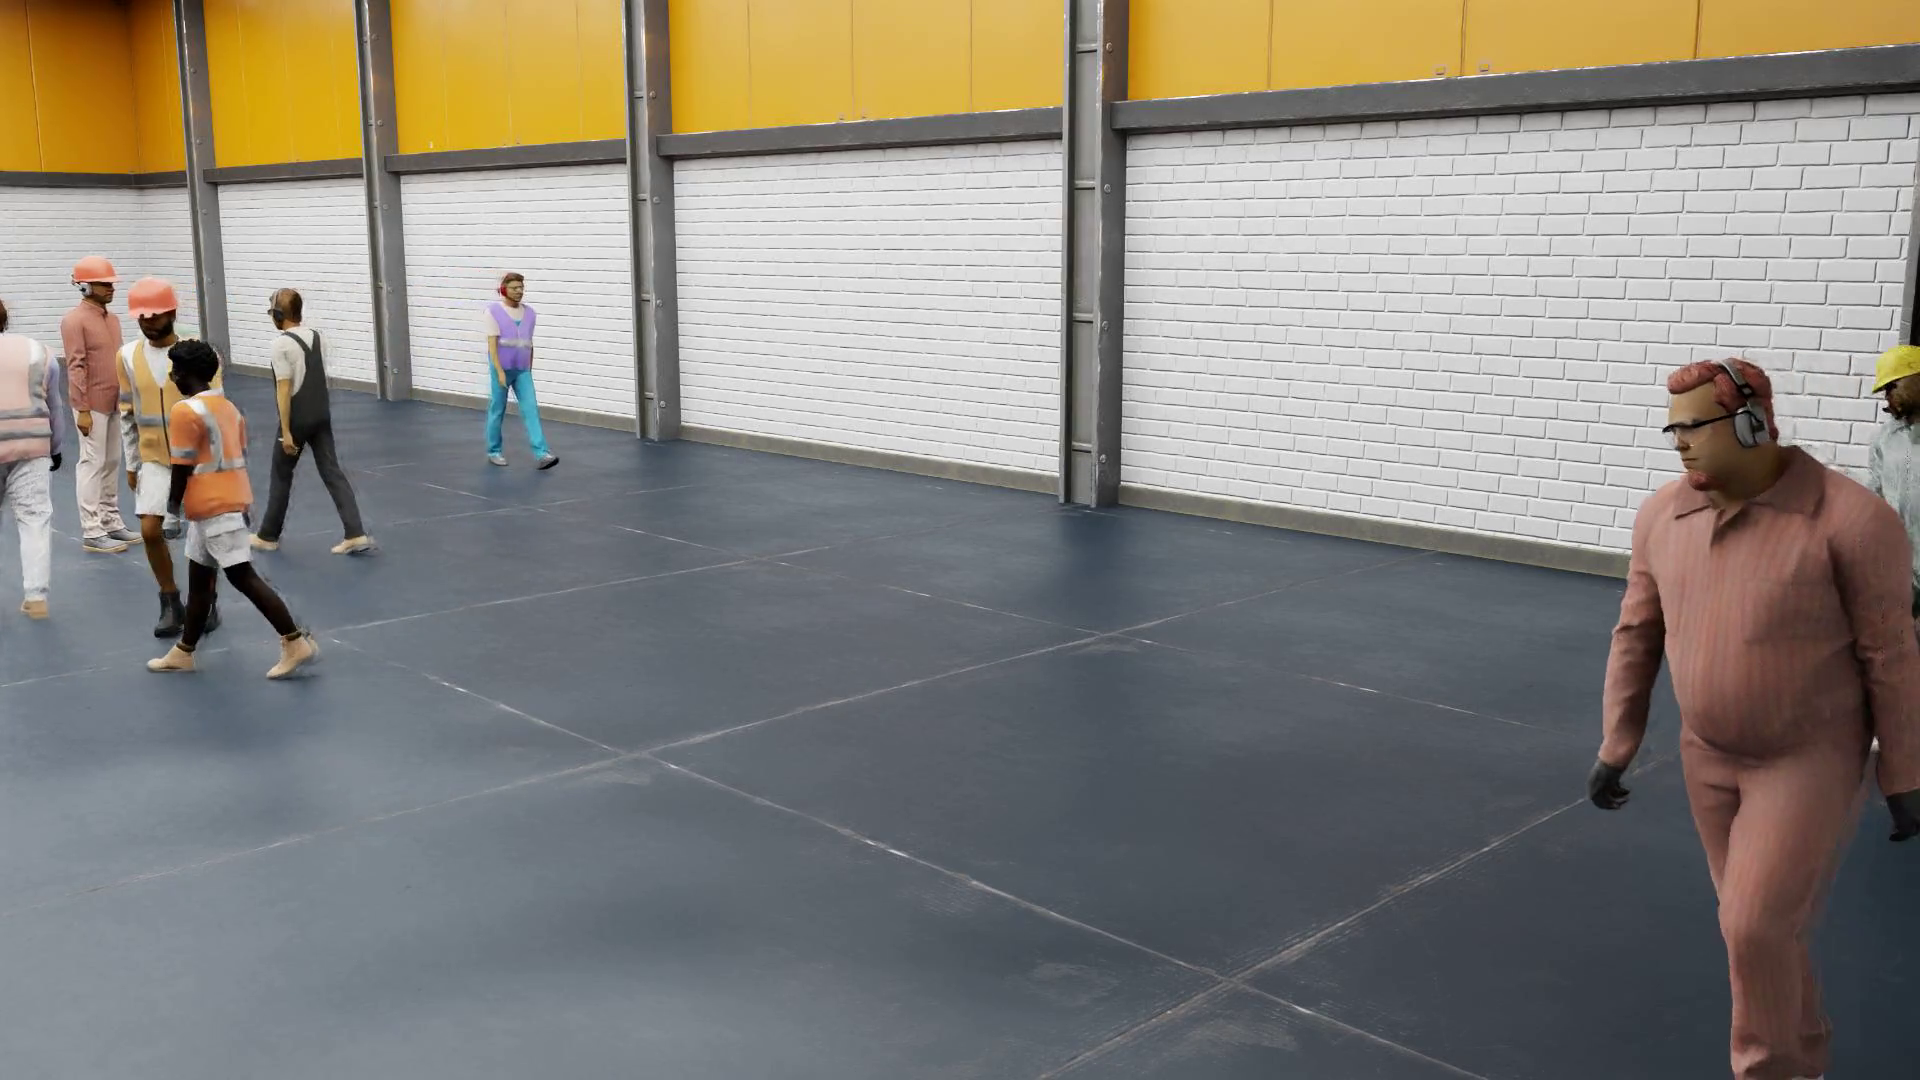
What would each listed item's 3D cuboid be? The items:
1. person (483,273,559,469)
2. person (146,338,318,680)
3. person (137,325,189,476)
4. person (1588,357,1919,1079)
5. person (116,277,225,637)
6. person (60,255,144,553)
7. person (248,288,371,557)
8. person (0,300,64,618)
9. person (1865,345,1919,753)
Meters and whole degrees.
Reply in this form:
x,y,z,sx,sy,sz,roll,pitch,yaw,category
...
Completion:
x,y,z,sx,sy,sz,roll,pitch,yaw,category
-4.063,-1.536,15.202,0.988,1.791,0.564,10,14,43,person
-3.538,-0.147,8.012,0.844,1.654,0.526,-1,10,-5,person
-6.994,-1.325,14.542,0.678,1.608,0.519,6,12,29,person
1.847,0.505,3.900,0.713,1.853,0.674,-5,12,-26,person
-4.156,-0.429,8.829,0.572,1.911,0.515,-1,10,-8,person
-5.819,-0.922,11.299,0.395,1.994,0.612,0,10,-1,person
-4.366,-0.775,11.081,0.980,1.796,0.527,5,11,25,person
-5.432,-0.487,9.442,0.640,1.802,0.897,-8,13,-37,person
3.915,0.087,6.608,0.390,1.697,0.675,-8,13,-36,person
